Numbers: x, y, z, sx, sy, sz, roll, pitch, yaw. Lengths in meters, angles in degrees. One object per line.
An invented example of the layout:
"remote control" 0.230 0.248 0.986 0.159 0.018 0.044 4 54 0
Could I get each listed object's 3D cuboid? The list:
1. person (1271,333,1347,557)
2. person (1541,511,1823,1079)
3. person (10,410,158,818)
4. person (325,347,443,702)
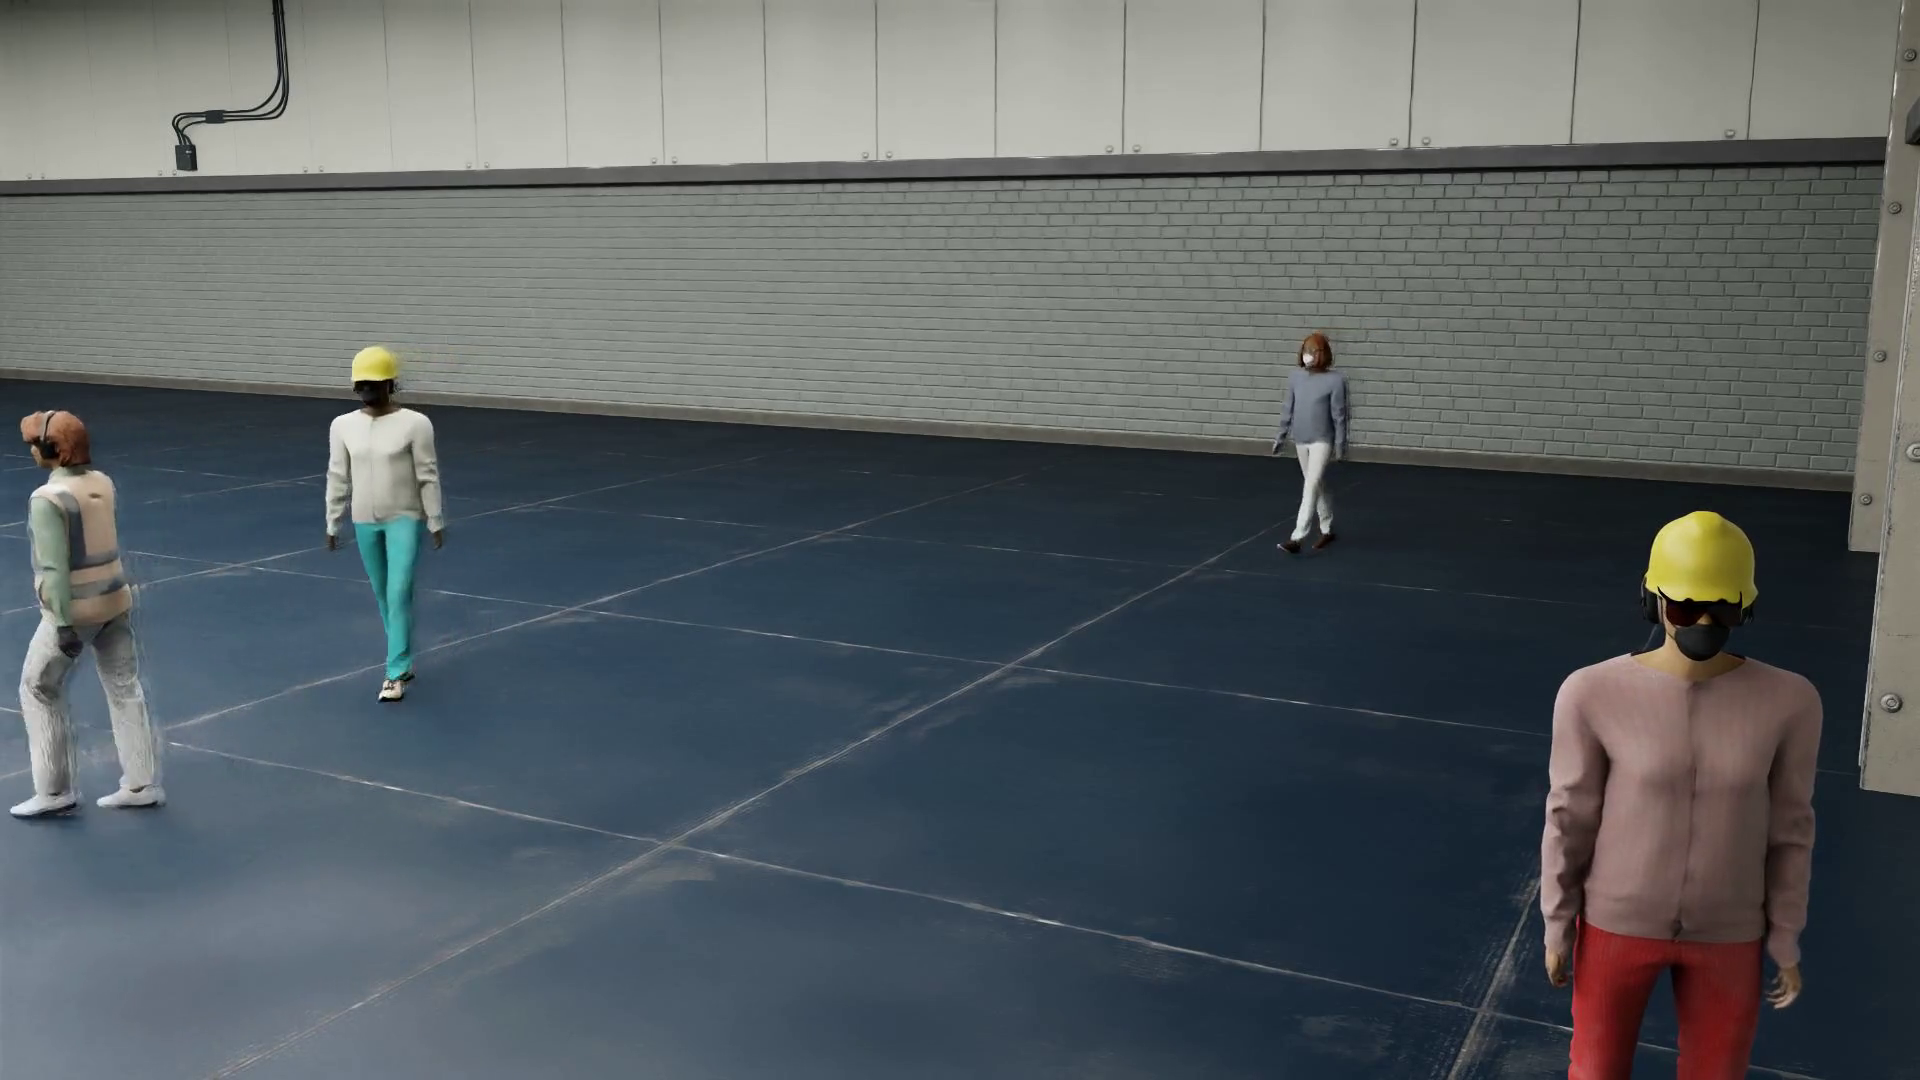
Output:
"person" 2.522 -0.686 11.995 0.866 1.590 0.496 -8 13 -38
"person" 1.463 0.807 3.421 0.522 1.763 0.334 2 11 9
"person" -3.531 0.298 6.576 0.637 1.617 0.513 1 10 7
"person" -2.884 -0.068 8.205 0.548 1.737 0.763 1 10 6
